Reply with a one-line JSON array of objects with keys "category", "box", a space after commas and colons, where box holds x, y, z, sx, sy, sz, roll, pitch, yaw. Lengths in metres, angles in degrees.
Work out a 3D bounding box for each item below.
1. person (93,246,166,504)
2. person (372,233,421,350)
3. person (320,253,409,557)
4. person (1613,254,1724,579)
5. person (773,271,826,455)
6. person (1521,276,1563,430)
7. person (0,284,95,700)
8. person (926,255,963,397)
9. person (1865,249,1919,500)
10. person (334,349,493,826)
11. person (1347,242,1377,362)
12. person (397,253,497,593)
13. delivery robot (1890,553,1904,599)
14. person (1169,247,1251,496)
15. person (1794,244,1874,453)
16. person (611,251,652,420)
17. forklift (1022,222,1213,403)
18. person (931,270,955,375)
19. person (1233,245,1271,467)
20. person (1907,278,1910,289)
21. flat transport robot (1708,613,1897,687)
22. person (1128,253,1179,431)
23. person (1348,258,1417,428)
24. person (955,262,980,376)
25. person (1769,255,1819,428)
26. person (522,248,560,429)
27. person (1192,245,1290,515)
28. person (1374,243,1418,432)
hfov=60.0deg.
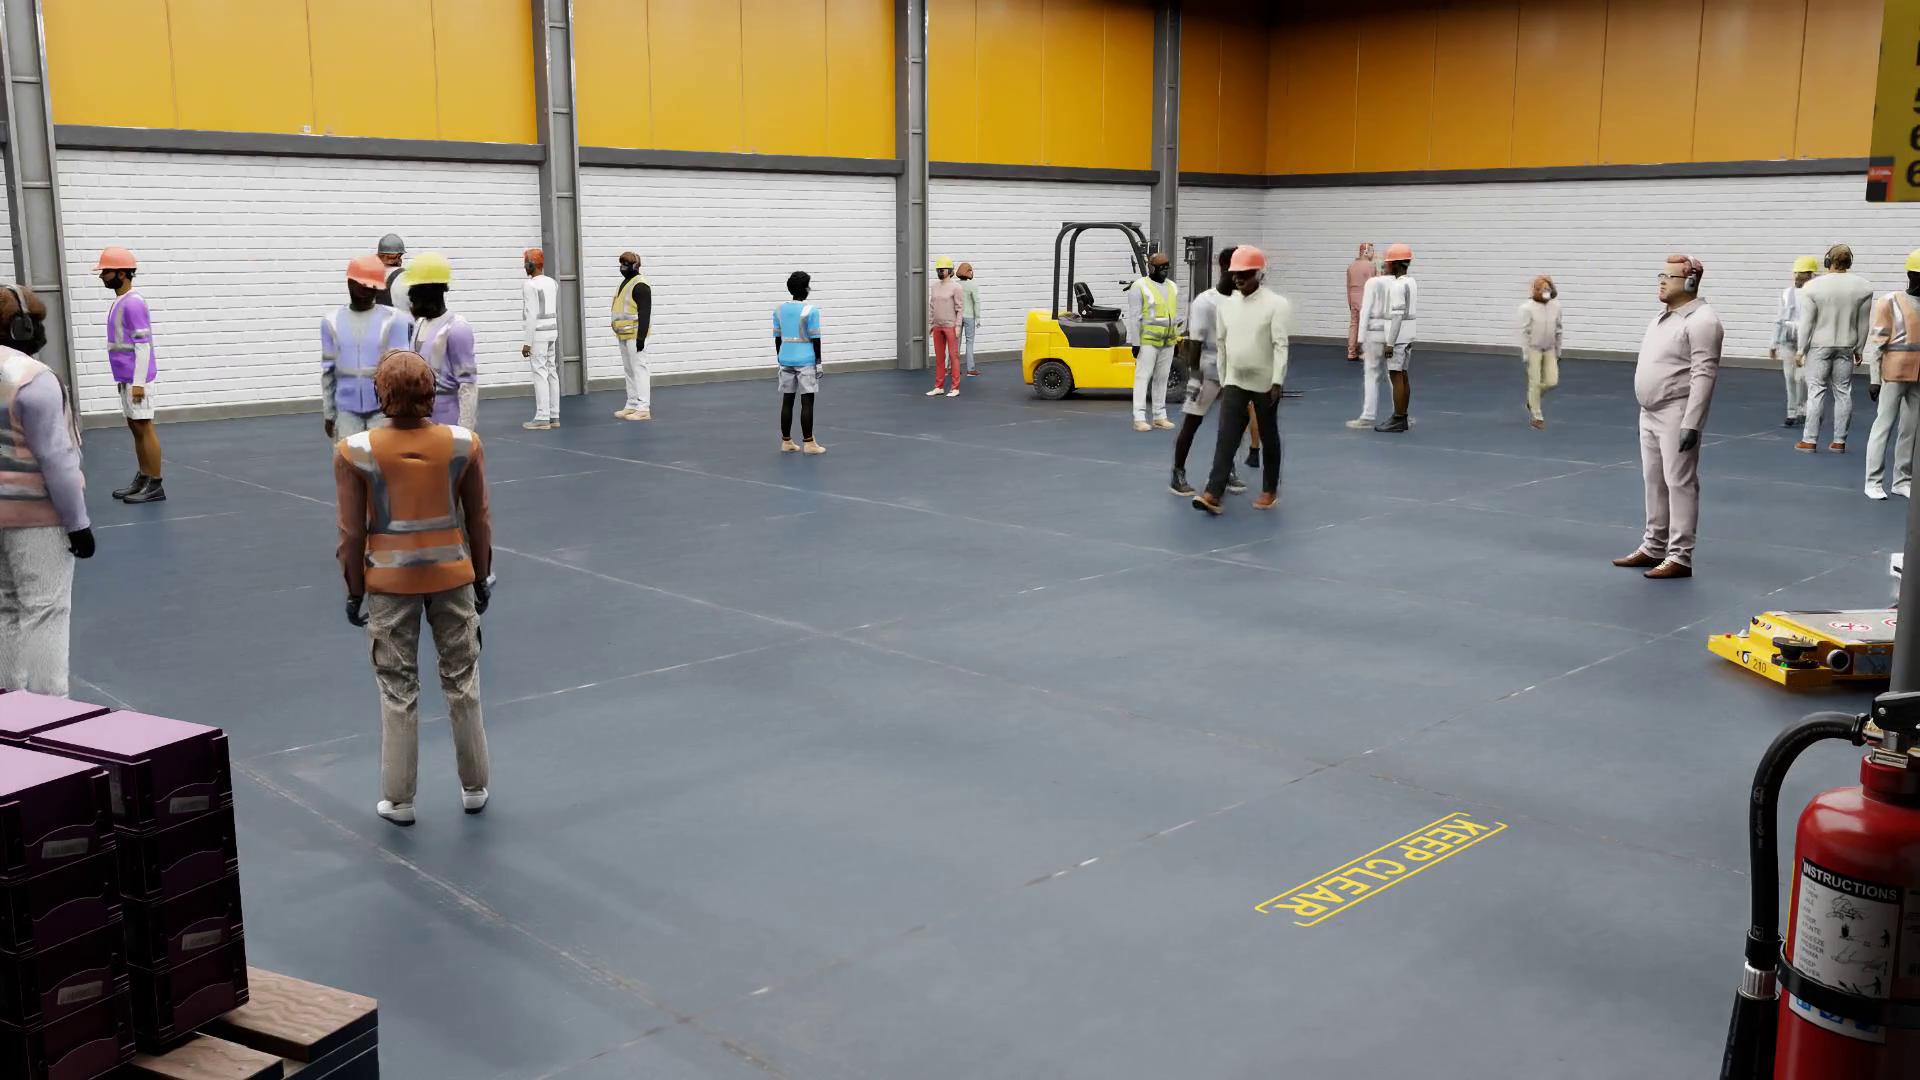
[{"category": "person", "box": [-6.295, -1.245, 12.608, 0.369, 1.939, 0.542, -8, 13, -36]}, {"category": "person", "box": [-5.411, -1.922, 16.024, 0.674, 2.000, 0.535, 1, 10, 7]}, {"category": "person", "box": [-3.706, -0.819, 10.360, 0.578, 1.911, 0.467, -1, 10, -4]}, {"category": "person", "box": [4.209, -0.732, 9.888, 0.408, 1.913, 0.643, -1, 10, -5]}, {"category": "person", "box": [-1.481, -1.629, 15.365, 0.542, 1.695, 0.316, 7, 13, 34]}, {"category": "person", "box": [6.059, -1.961, 17.422, 0.511, 1.610, 0.420, -3, 11, -14]}, {"category": "person", "box": [-3.707, -0.089, 6.611, 0.643, 1.835, 0.429, 6, 12, 30]}, {"category": "person", "box": [-0.190, -2.680, 20.903, 0.524, 1.770, 0.315, 9, 14, 39]}, {"category": "person", "box": [7.261, -1.259, 12.728, 0.594, 1.922, 0.385, -1, 10, -7]}, {"category": "person", "box": [-1.859, 0.168, 5.723, 0.510, 1.640, 0.308, -6, 12, -28]}, {"category": "person", "box": [6.473, -3.804, 26.656, 0.406, 1.904, 0.654, -4, 11, -22]}, {"category": "person", "box": [-2.895, -0.630, 9.358, 0.452, 1.935, 0.622, -9, 14, -40]}, {"category": "delivery robot", "box": [5.059, 0.190, 8.305, 0.707, 0.478, 0.477, 1, 10, 4]}, {"category": "person", "box": [1.987, -1.302, 12.936, 0.710, 1.924, 0.620, -10, 14, -43]}, {"category": "person", "box": [8.100, -1.770, 15.476, 0.630, 1.940, 0.372, 1, 10, 6]}, {"category": "person", "box": [-3.620, -2.244, 18.315, 0.429, 1.846, 0.633, -6, 12, -31]}, {"category": "forklift", "box": [1.935, -2.847, 20.651, 2.313, 2.155, 1.214, 2, 11, 13]}, {"category": "person", "box": [-0.210, -3.217, 24.200, 0.283, 1.633, 0.498, -7, 12, -32]}, {"category": "person", "box": [2.433, -1.596, 14.528, 0.552, 1.935, 0.374, -2, 11, -10]}, {"category": "person", "box": [13.237, -3.065, 22.717, 0.645, 1.874, 0.909, 2, 11, 12]}, {"category": "flat transport robot", "box": [4.329, 0.488, 7.714, 1.431, 0.197, 0.652, -1, 10, -5]}, {"category": "person", "box": [2.038, -2.054, 17.292, 0.634, 1.839, 0.429, -7, 12, -33]}, {"category": "person", "box": [4.479, -2.085, 17.427, 0.712, 1.859, 0.400, -5, 11, -25]}, {"category": "person", "box": [0.068, -3.188, 24.037, 0.509, 1.632, 0.269, 6, 12, 29]}, {"category": "person", "box": [8.773, -2.062, 17.401, 0.496, 1.811, 0.616, -7, 12, -32]}, {"category": "person", "box": [-4.409, -2.100, 17.437, 0.355, 1.880, 0.576, 2, 11, 13]}, {"category": "person", "box": [2.084, -1.147, 12.057, 0.627, 1.939, 1.014, 8, 13, 36]}, {"category": "person", "box": [4.501, -2.076, 17.153, 0.364, 1.936, 0.545, 6, 12, 29]}]
